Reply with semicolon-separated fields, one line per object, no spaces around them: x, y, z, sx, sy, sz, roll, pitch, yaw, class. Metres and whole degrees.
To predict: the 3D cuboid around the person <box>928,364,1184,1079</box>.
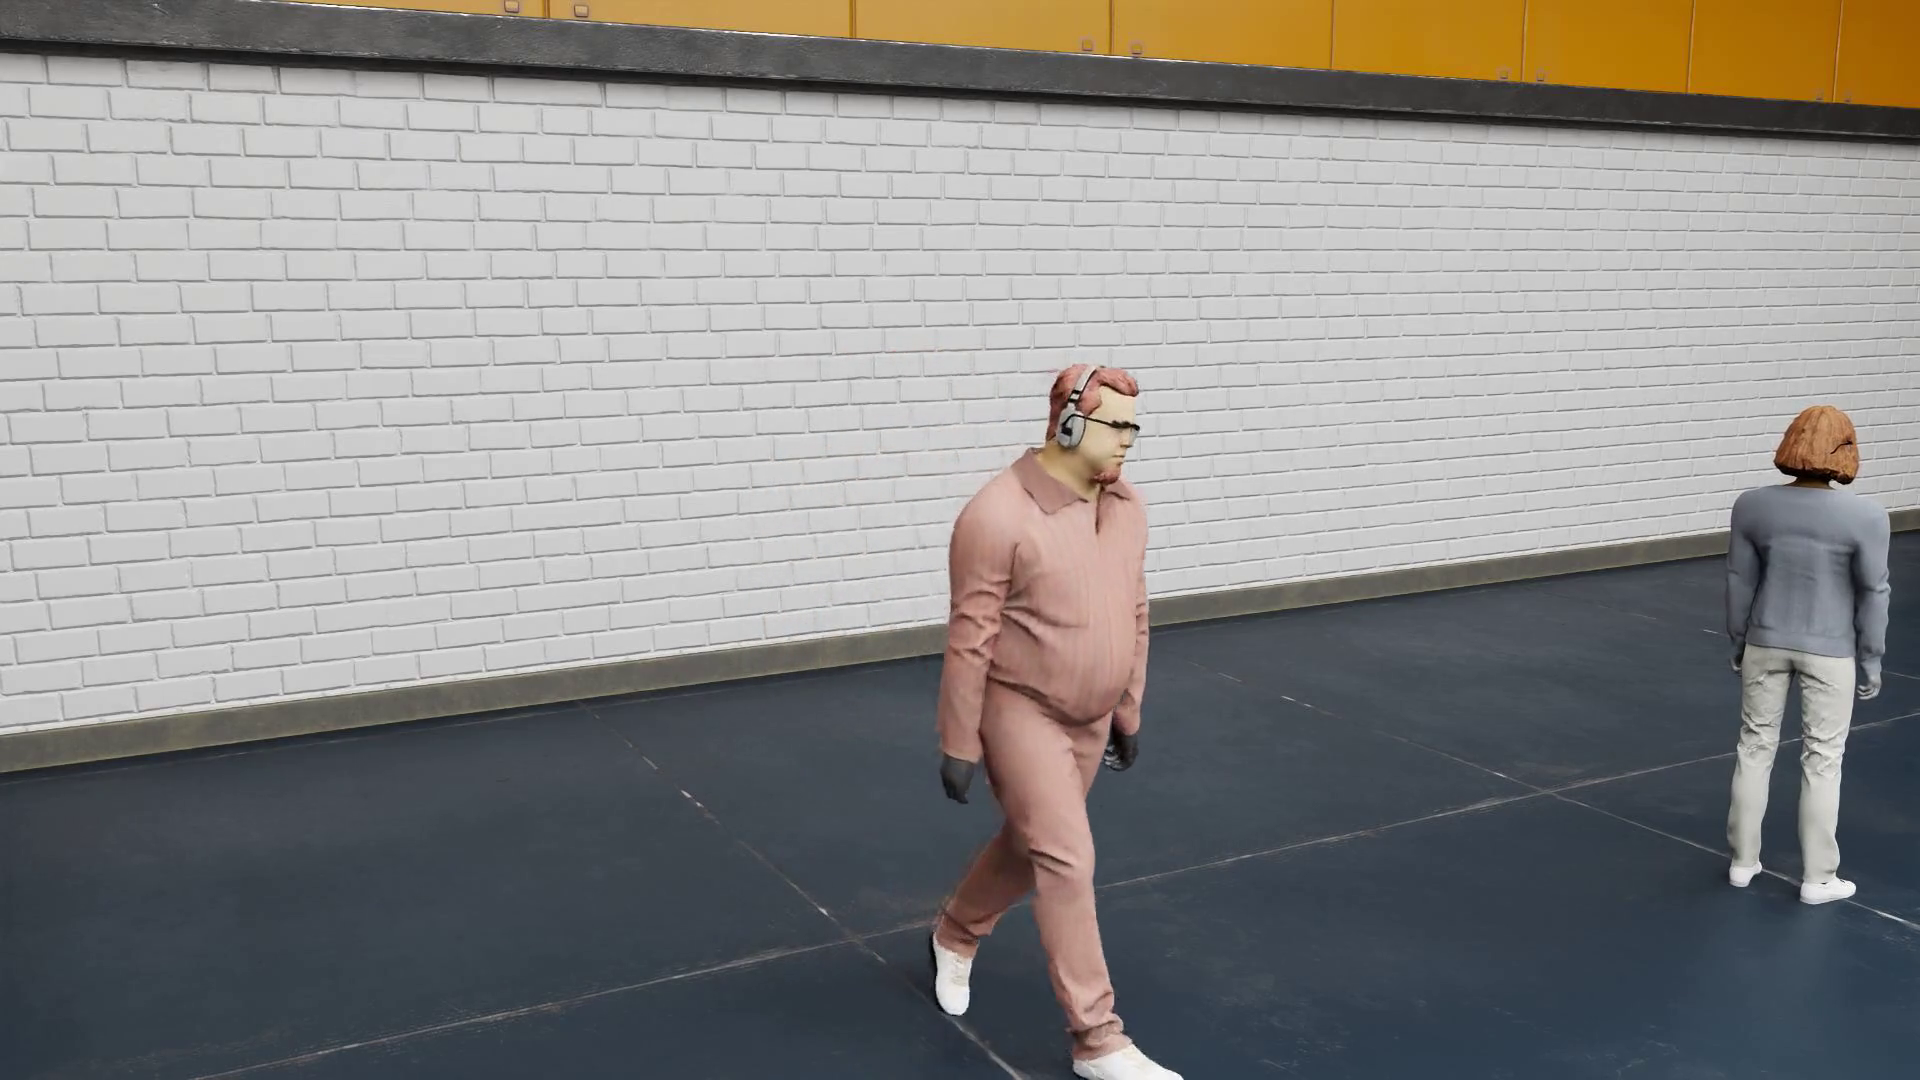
0.206;0.455;4.380;0.928;1.857;0.644;9;13;41;person

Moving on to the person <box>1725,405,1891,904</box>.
2.763;0.374;5.461;0.282;1.633;0.500;-10;14;-44;person
